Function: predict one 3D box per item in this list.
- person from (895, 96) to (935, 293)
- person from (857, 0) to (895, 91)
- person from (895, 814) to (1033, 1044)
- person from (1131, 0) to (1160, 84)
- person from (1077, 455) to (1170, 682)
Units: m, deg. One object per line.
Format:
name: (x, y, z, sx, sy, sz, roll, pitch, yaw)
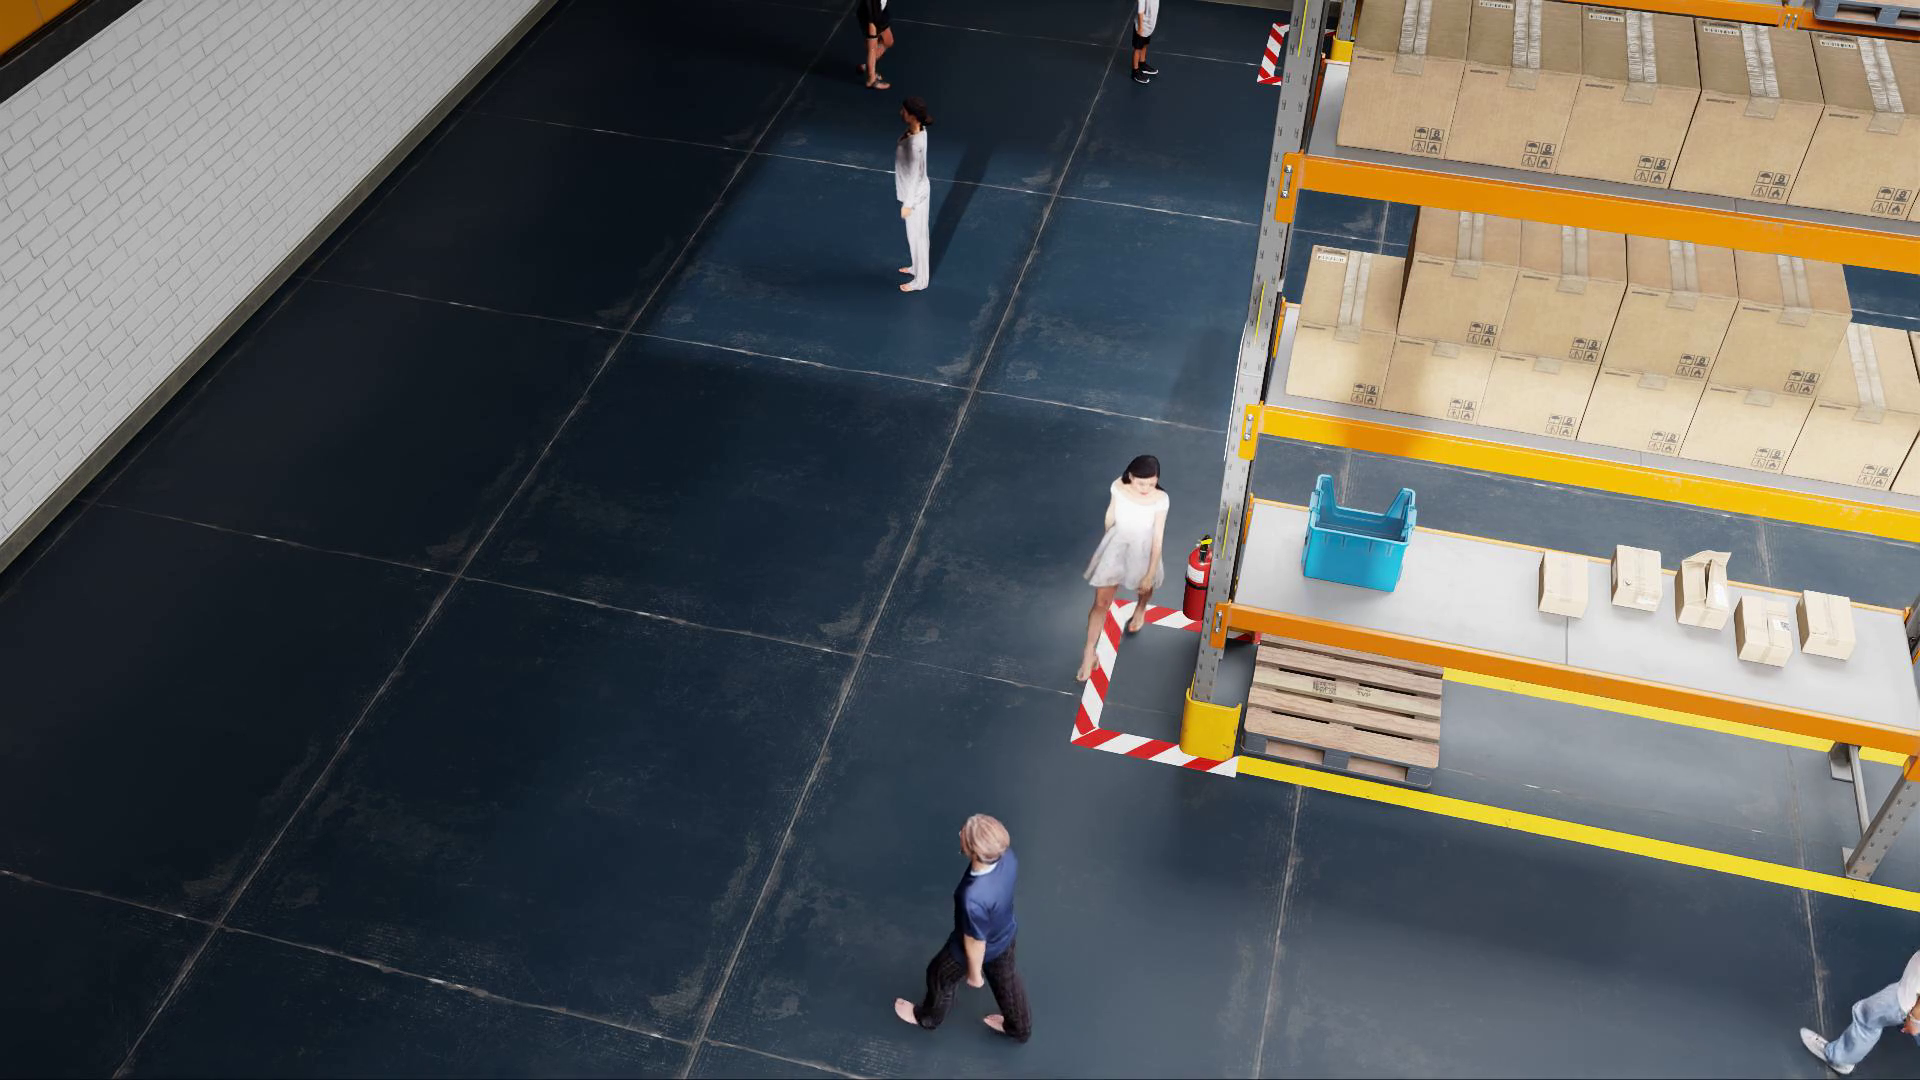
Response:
person: (-0.369, -2.890, 13.840, 0.622, 1.774, 0.641, 0, 44, 0)
person: (-0.933, -5.202, 16.428, 0.575, 1.551, 0.545, 11, 45, 11)
person: (0.204, 2.083, 8.574, 1.041, 1.838, 0.789, 18, 46, 18)
person: (1.855, -5.239, 16.678, 0.551, 1.261, 0.537, 21, 47, 21)
person: (1.160, 0.058, 10.778, 1.065, 1.728, 0.837, 19, 47, 19)
